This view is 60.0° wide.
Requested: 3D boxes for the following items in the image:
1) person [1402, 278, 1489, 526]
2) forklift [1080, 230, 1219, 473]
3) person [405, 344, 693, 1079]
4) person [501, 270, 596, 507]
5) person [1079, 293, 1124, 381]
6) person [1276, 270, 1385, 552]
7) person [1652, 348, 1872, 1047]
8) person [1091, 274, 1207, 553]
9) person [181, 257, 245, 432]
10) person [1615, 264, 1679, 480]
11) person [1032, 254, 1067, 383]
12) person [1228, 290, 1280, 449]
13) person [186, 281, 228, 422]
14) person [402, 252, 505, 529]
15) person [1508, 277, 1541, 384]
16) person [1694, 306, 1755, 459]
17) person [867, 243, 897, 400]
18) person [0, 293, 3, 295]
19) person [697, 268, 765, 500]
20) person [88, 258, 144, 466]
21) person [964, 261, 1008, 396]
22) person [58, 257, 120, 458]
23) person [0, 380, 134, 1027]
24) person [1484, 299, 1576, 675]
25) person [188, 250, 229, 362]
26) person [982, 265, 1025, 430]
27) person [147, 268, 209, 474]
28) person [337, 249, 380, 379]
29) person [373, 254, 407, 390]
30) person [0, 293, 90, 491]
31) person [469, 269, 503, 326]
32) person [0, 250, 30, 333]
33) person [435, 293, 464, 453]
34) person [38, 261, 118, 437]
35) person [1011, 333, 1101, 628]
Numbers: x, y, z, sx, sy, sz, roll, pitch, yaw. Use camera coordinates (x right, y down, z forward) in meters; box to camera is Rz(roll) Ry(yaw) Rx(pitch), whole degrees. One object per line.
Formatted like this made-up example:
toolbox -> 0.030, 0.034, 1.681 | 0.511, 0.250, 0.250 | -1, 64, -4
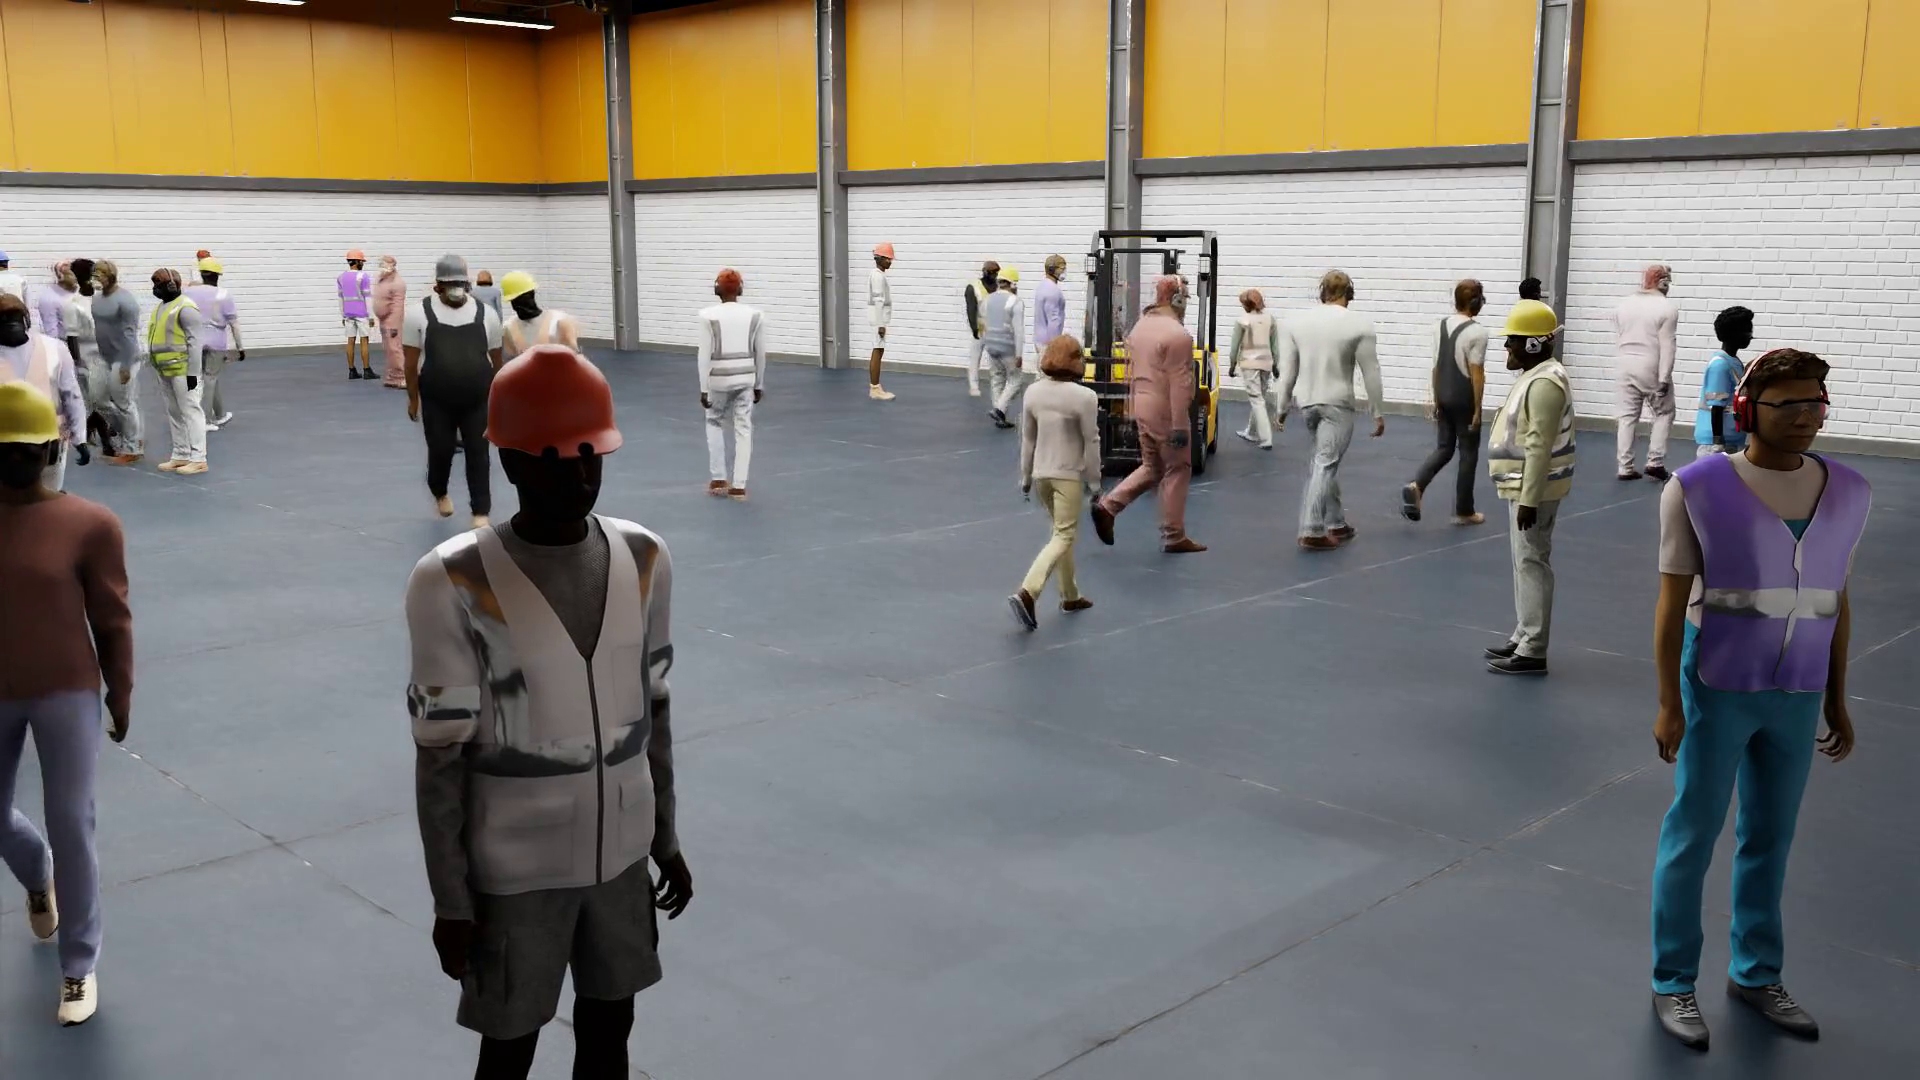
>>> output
person -> 3.583, -0.986, 12.110 | 0.677, 1.832, 0.526 | -6, 12, -31
forklift -> 1.804, -1.825, 15.677 | 1.214, 2.155, 2.313 | 2, 11, 13
person -> -0.746, 0.596, 3.175 | 0.550, 1.935, 0.376 | -10, 14, -42
person -> -3.034, -1.048, 12.297 | 0.656, 1.875, 0.681 | 3, 11, 14
person -> 1.771, -2.500, 20.380 | 0.976, 1.816, 0.542 | 6, 12, 31
person -> 2.555, -0.890, 11.390 | 0.694, 1.888, 0.851 | 10, 14, 43
person -> 2.103, 0.411, 4.431 | 0.565, 1.846, 0.388 | -2, 11, -10
person -> 1.293, -0.829, 11.113 | 0.703, 1.881, 0.644 | -4, 11, -20
person -> -8.174, -2.151, 18.279 | 0.608, 1.879, 0.922 | 1, 10, 7
person -> 6.013, -1.450, 14.501 | 0.601, 1.883, 0.639 | -7, 12, -32
person -> 0.955, -2.058, 17.659 | 0.376, 1.934, 0.629 | -1, 10, -8
person -> 2.979, -1.726, 16.805 | 0.522, 1.587, 0.847 | -5, 12, -26
person -> -8.651, -2.154, 19.067 | 0.539, 1.608, 0.775 | 1, 10, 8
person -> -3.653, -1.084, 12.057 | 0.709, 2.000, 0.684 | -5, 11, -24
person -> 5.952, -1.919, 17.565 | 0.320, 1.694, 0.531 | 4, 11, 20
person -> 4.792, -0.619, 10.455 | 0.316, 1.696, 0.541 | 6, 12, 31
person -> -1.012, -2.835, 21.624 | 0.404, 2.033, 0.608 | -1, 10, -4
person -> -11.790, -2.433, 20.162 | 0.327, 1.767, 0.533 | 5, 12, 26
person -> -1.885, -1.272, 13.562 | 0.596, 1.855, 0.724 | -5, 11, -25
person -> -7.778, -1.624, 15.326 | 0.645, 1.916, 0.430 | 6, 12, 30
person -> 0.374, -2.749, 21.825 | 0.634, 1.785, 0.972 | -4, 11, -21
person -> -8.290, -1.723, 15.840 | 0.558, 1.931, 0.651 | 3, 11, 14
person -> -2.602, 0.414, 4.676 | 0.549, 1.745, 0.715 | -3, 11, -14
person -> 2.778, -0.255, 8.139 | 0.403, 1.825, 0.592 | 3, 11, 14
person -> -12.624, -3.910, 27.898 | 0.574, 1.883, 0.355 | 3, 11, 17
person -> 0.473, -2.084, 18.131 | 0.591, 1.815, 0.479 | 9, 14, 41
person -> -7.036, -1.512, 14.932 | 0.629, 1.842, 0.429 | 8, 13, 39
person -> -8.936, -3.345, 24.681 | 0.544, 1.933, 0.376 | 3, 11, 17
person -> -7.969, -3.027, 23.141 | 0.397, 1.873, 0.763 | -9, 14, -41
person -> -5.581, -0.570, 9.942 | 0.628, 1.797, 0.952 | -9, 14, -40
person -> -7.274, -3.337, 25.511 | 0.498, 1.613, 0.558 | -1, 10, -8
person -> -12.738, -2.906, 22.262 | 0.394, 1.942, 0.601 | 4, 11, 22
person -> -5.053, -1.806, 16.422 | 0.387, 1.889, 0.623 | -2, 11, -11
person -> -9.309, -1.992, 17.501 | 1.012, 1.854, 0.671 | 3, 11, 15
person -> 0.515, -0.334, 9.164 | 0.507, 1.604, 0.776 | 9, 14, 41
